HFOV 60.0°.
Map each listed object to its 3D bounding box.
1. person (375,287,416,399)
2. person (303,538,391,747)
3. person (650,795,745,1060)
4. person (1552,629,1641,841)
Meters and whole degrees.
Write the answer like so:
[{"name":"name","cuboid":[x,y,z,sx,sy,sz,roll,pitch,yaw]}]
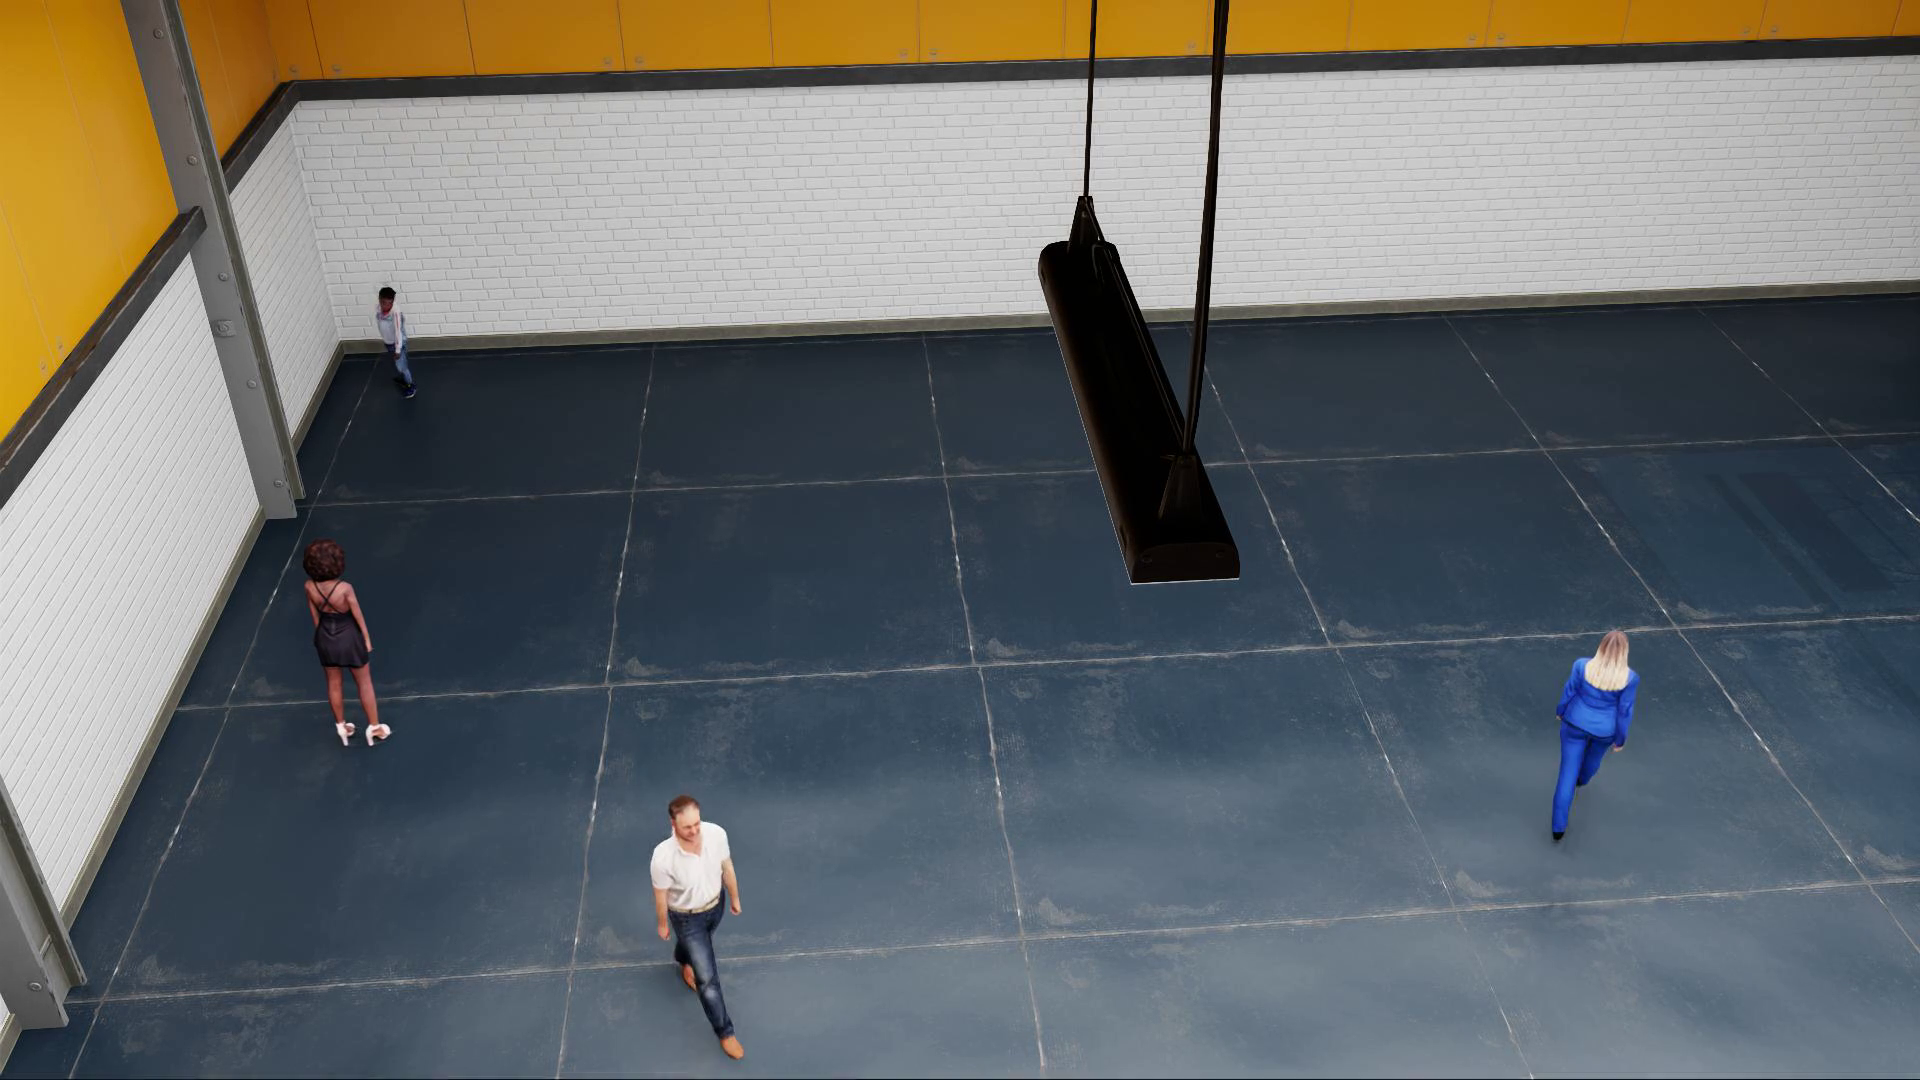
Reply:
[{"name":"person","cuboid":[-5.883,-2.104,17.295,0.735,1.239,0.663,-23,40,-30]},{"name":"person","cuboid":[-4.636,0.790,12.450,0.598,1.782,0.617,3,34,5]},{"name":"person","cuboid":[-1.657,2.225,10.265,1.090,1.811,1.310,-21,39,-29]},{"name":"person","cuboid":[4.394,1.394,11.659,1.011,1.651,1.212,14,36,20]}]
